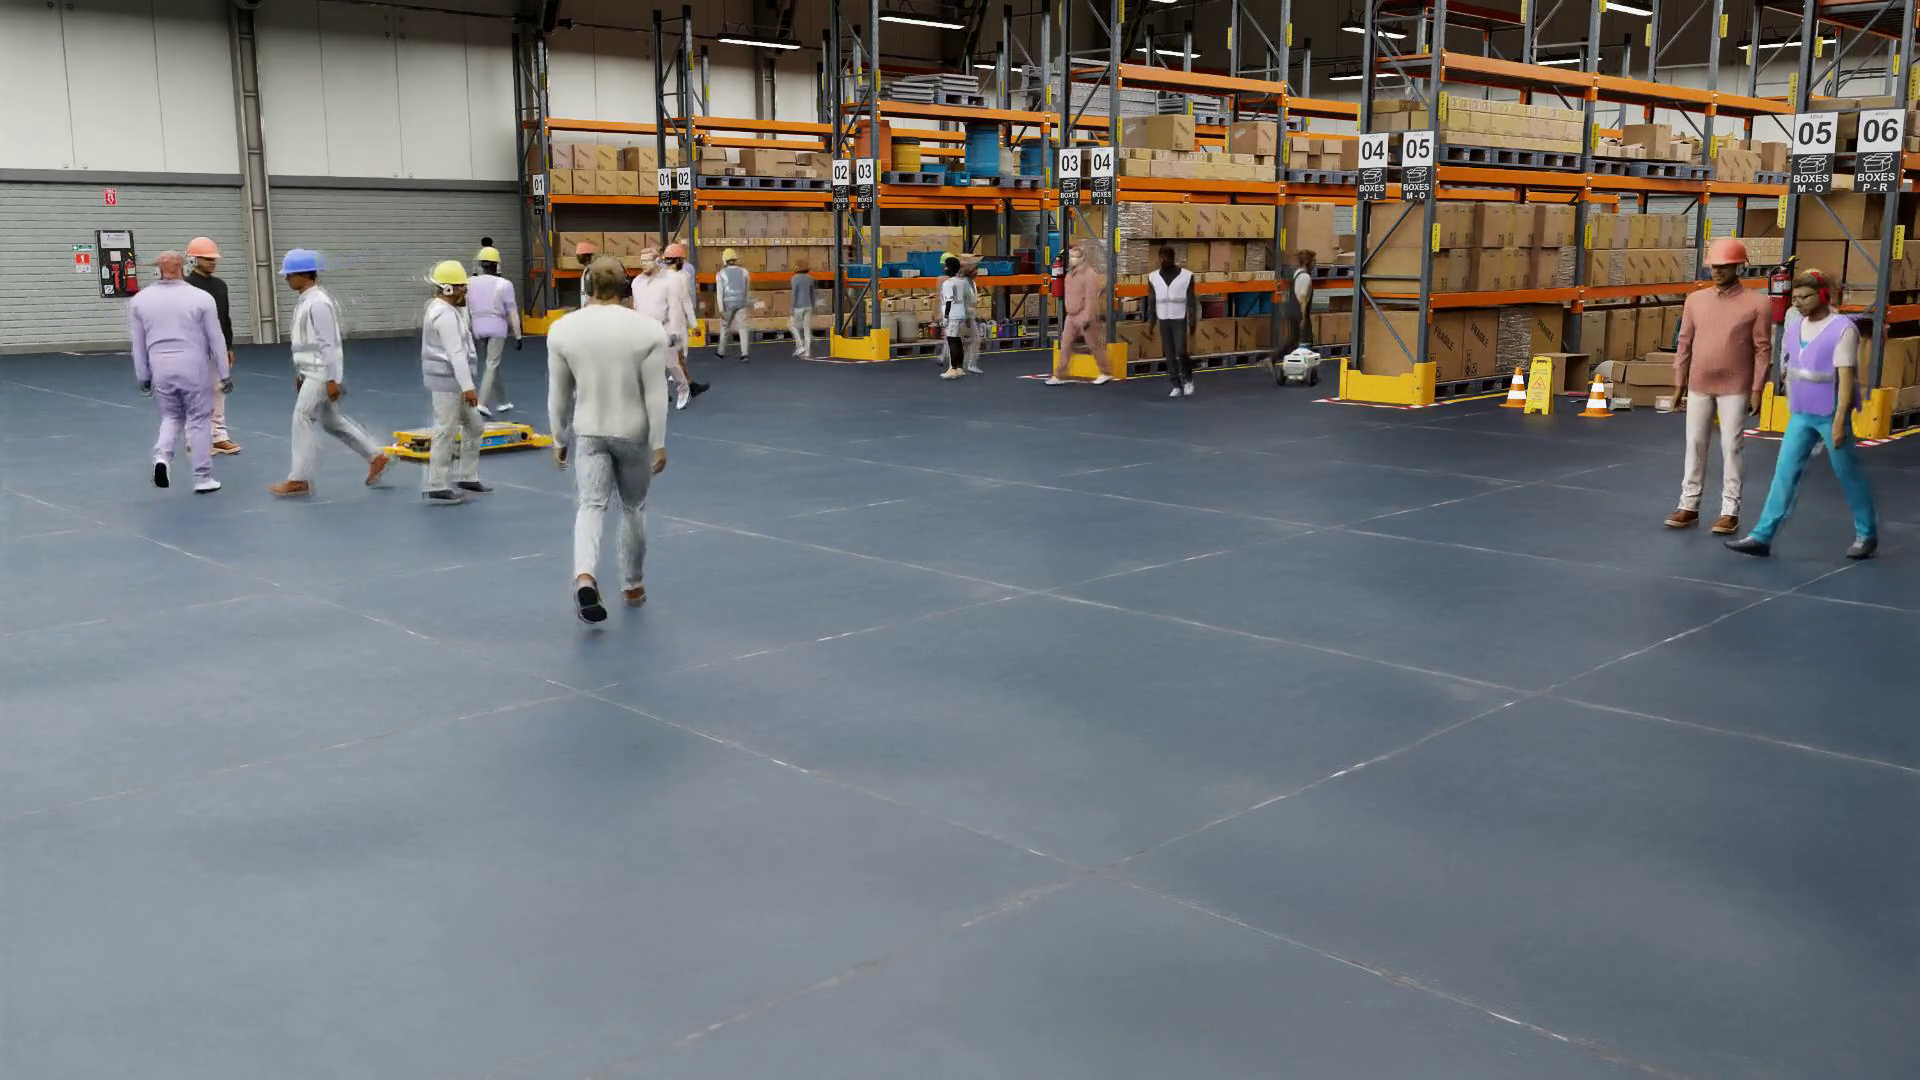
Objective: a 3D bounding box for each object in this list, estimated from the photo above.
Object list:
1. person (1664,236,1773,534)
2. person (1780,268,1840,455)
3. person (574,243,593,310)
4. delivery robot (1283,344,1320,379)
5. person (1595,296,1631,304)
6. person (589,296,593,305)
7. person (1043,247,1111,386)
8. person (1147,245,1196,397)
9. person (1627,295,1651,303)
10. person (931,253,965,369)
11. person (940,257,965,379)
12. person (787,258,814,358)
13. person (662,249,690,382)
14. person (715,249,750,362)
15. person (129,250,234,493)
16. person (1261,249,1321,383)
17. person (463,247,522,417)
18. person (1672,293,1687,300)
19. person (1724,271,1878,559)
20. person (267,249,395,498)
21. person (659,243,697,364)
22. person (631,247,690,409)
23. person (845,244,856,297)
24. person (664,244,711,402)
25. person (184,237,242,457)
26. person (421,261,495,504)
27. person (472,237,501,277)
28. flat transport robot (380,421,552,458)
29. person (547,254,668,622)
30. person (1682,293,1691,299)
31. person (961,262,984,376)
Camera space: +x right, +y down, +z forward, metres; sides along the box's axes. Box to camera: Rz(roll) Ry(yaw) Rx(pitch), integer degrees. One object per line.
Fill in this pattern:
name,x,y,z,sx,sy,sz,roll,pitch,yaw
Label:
person,5.125,-1.044,11.253,0.402,1.990,0.622,-9,14,-40
person,7.506,-1.527,14.652,0.716,1.722,0.489,-6,12,-30
person,-5.612,-3.515,25.010,1.001,1.880,0.566,-4,11,-21
delivery robot,4.629,-2.417,22.520,0.477,0.478,0.707,5,12,27
person,11.844,-4.406,30.143,0.614,1.781,0.927,9,14,40
person,-4.839,-2.940,22.566,0.388,1.625,0.537,-8,13,-36
person,1.638,-2.998,22.310,1.007,1.855,0.663,-7,12,-33
person,2.630,-2.726,20.739,0.596,1.883,0.502,4,11,23
person,12.720,-4.598,31.020,0.596,1.843,0.570,9,14,41
person,-0.215,-3.445,25.041,0.548,1.720,0.867,-10,15,-44
person,-0.102,-3.131,23.441,0.318,1.697,0.536,4,11,21
person,-2.615,-3.805,27.311,0.403,1.617,0.538,9,14,41
person,-3.989,-3.158,23.197,0.521,1.846,0.708,1,10,5
person,-3.620,-3.729,26.490,0.593,1.785,0.945,-6,12,-28
person,-6.055,-1.300,12.950,0.686,1.884,0.481,0,10,0
person,4.554,-3.047,22.652,0.772,1.822,0.534,-3,11,-14
person,-5.241,-2.330,18.599,0.607,1.880,1.003,2,11,10
person,15.071,-5.287,34.745,0.642,1.879,0.934,-7,12,-33
person,5.351,-0.767,10.331,1.011,1.780,0.632,-2,11,-13
person,-4.940,-1.316,12.985,0.946,1.907,0.611,-6,12,-31
person,-4.508,-3.753,26.384,0.650,1.886,0.888,-1,10,-4
person,-3.418,-2.393,18.954,0.640,1.872,0.889,3,11,16
person,-2.307,-5.384,35.391,0.526,1.840,0.962,9,14,41
person,-3.410,-2.631,20.179,0.963,1.886,0.559,-8,13,-39
person,-6.858,-1.752,15.153,0.421,1.984,0.618,4,11,20
person,-3.755,-1.177,12.493,0.643,1.810,0.605,-3,11,-16
person,-9.394,-5.042,33.127,0.617,1.962,0.361,3,11,18
flat transport robot,-4.602,-0.946,15.531,0.652,0.197,1.431,8,13,39
person,-1.847,-0.537,8.726,0.637,1.914,0.891,0,10,-2
person,13.743,-4.626,30.930,0.638,1.937,0.357,9,14,40
person,0.114,-3.159,23.819,0.559,1.613,0.525,5,11,25
